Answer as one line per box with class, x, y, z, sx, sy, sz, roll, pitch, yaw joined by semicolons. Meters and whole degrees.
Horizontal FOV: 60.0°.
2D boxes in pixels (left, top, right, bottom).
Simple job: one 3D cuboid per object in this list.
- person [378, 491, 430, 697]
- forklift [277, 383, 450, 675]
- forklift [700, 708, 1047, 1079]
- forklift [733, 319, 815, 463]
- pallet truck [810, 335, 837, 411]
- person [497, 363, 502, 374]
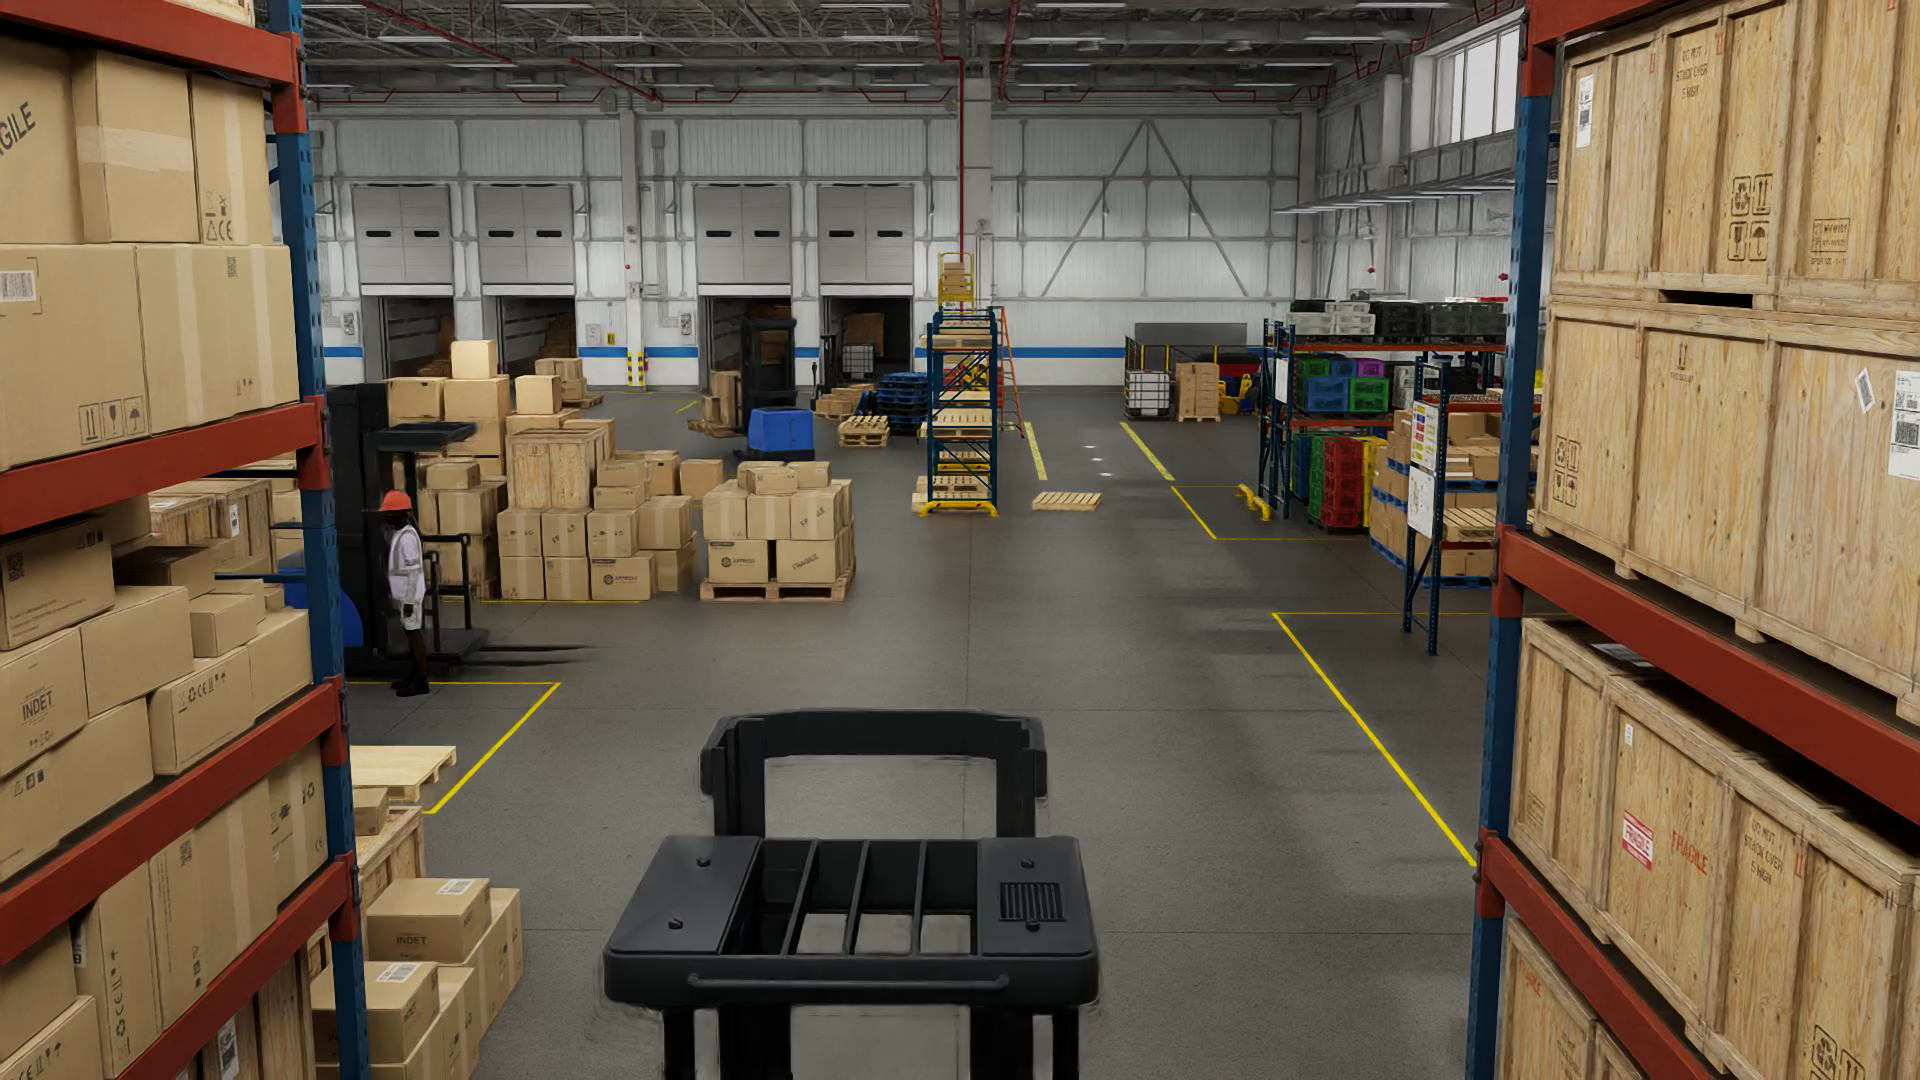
person;-5.196;0.498;15.549;0.379;1.937;0.547;-4;11;-23
forklift;-5.921;-0.136;16.486;1.873;2.768;1.129;0;10;1
forklift;-0.228;1.886;4.821;1.129;2.768;1.873;0;10;1
forklift;-3.673;-2.954;32.743;1.129;2.768;1.873;-5;11;-25
pallet truck;-3.021;-4.312;43.126;1.885;1.965;0.823;3;10;17
person;-9.262;-2.567;33.245;0.627;1.934;0.371;8;13;40
